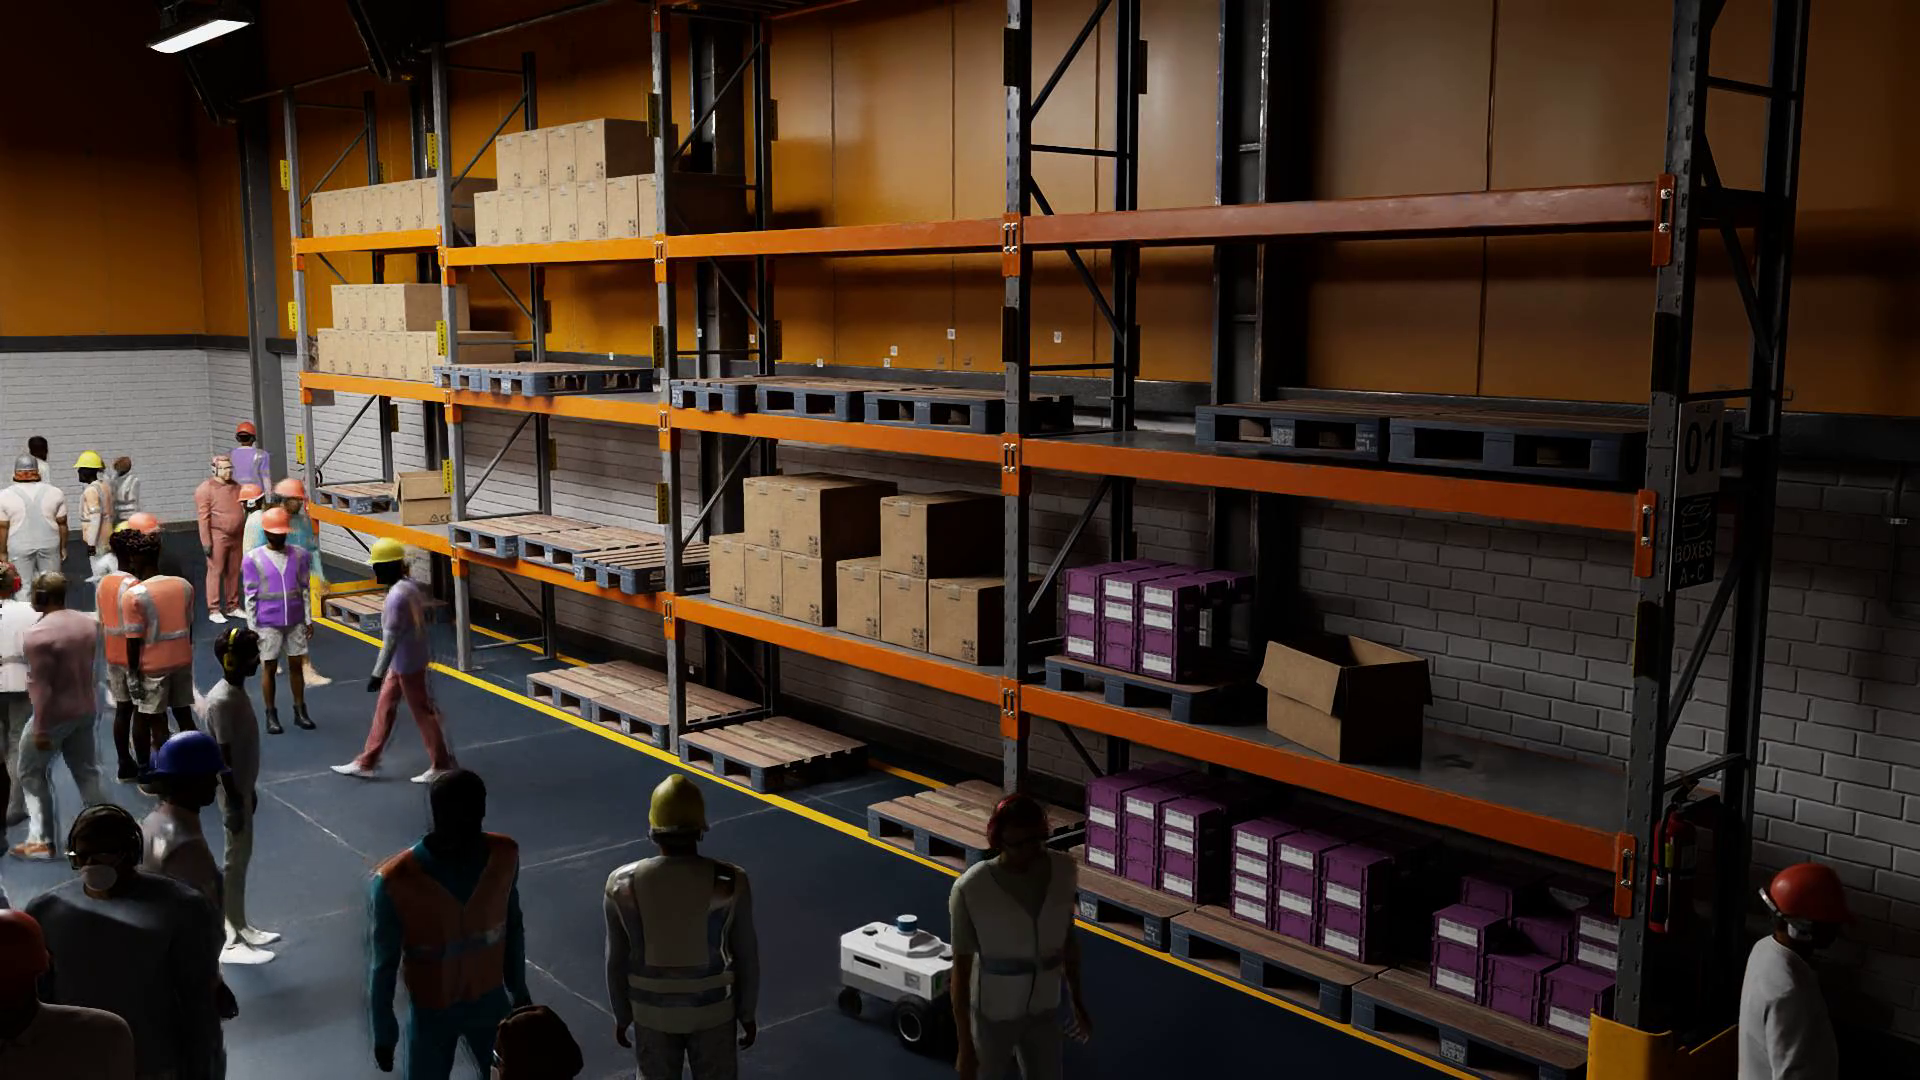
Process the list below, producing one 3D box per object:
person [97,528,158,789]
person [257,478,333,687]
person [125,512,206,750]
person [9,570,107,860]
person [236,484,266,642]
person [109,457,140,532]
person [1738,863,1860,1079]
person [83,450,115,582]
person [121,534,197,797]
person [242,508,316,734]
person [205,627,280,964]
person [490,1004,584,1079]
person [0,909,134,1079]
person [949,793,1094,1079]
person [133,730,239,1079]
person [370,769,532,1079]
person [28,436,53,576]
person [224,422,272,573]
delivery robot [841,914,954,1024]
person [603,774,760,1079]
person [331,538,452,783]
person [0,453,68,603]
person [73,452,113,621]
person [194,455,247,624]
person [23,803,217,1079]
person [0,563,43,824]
[{"bbox_3d":[-6.199,0.883,12.486,0.603,1.961,0.368,6,10,35],"label":"person"},{"bbox_3d":[-6.420,0.386,15.899,0.980,1.973,0.595,3,9,17],"label":"person"},{"bbox_3d":[-6.428,0.752,13.393,0.785,1.969,0.625,2,9,16],"label":"person"},{"bbox_3d":[-5.939,1.143,10.834,0.746,1.911,0.649,1,8,9],"label":"person"},{"bbox_3d":[-7.371,0.278,17.449,0.356,1.742,0.574,-1,8,-5],"label":"person"},{"bbox_3d":[-11.038,-0.301,21.928,0.539,1.606,0.525,0,8,2],"label":"person"},{"bbox_3d":[2.858,1.958,5.731,0.337,1.748,0.574,3,9,19],"label":"person"},{"bbox_3d":[-11.162,-0.304,21.519,0.493,1.739,0.325,3,9,22],"label":"person"},{"bbox_3d":[-5.915,0.922,12.283,0.413,1.949,0.603,3,9,23],"label":"person"},{"bbox_3d":[-5.737,0.679,14.048,0.548,1.925,0.392,-7,11,-42],"label":"person"},{"bbox_3d":[-3.993,1.400,9.221,0.309,1.864,0.534,-2,8,-15],"label":"person"},{"bbox_3d":[-1.227,2.143,4.860,0.282,1.633,0.498,-5,10,-31],"label":"person"},{"bbox_3d":[-2.634,1.991,4.714,0.617,1.986,0.408,-4,9,-24],"label":"person"},{"bbox_3d":[0.234,1.838,6.432,0.656,1.820,0.527,-5,10,-31],"label":"person"},{"bbox_3d":[-3.188,1.737,6.697,0.624,1.919,0.627,-5,10,-33],"label":"person"},{"bbox_3d":[-1.914,1.797,6.396,0.677,1.893,0.598,-7,11,-39],"label":"person"},{"bbox_3d":[-11.960,-0.397,21.595,0.603,1.926,0.401,5,10,31],"label":"person"},{"bbox_3d":[-9.565,-0.575,22.390,0.604,2.034,0.417,-1,8,-6],"label":"person"},{"bbox_3d":[-0.264,2.129,8.359,0.707,0.478,0.477,7,11,39],"label":"delivery robot"},{"bbox_3d":[-1.070,1.809,6.479,0.592,1.837,0.404,0,8,-2],"label":"person"},{"bbox_3d":[-4.286,0.926,12.454,0.945,1.883,0.589,-3,9,-19],"label":"person"},{"bbox_3d":[-9.939,0.077,17.813,0.688,2.000,0.536,-7,11,-39],"label":"person"},{"bbox_3d":[-9.879,-0.040,19.006,0.361,1.928,0.594,-2,9,-17],"label":"person"},{"bbox_3d":[-8.349,-0.016,18.922,0.401,1.907,0.648,3,9,21],"label":"person"},{"bbox_3d":[-2.919,1.856,5.800,0.627,1.940,0.373,-2,8,-14],"label":"person"},{"bbox_3d":[-6.733,1.058,11.869,0.584,1.792,0.977,-1,8,-10],"label":"person"}]
